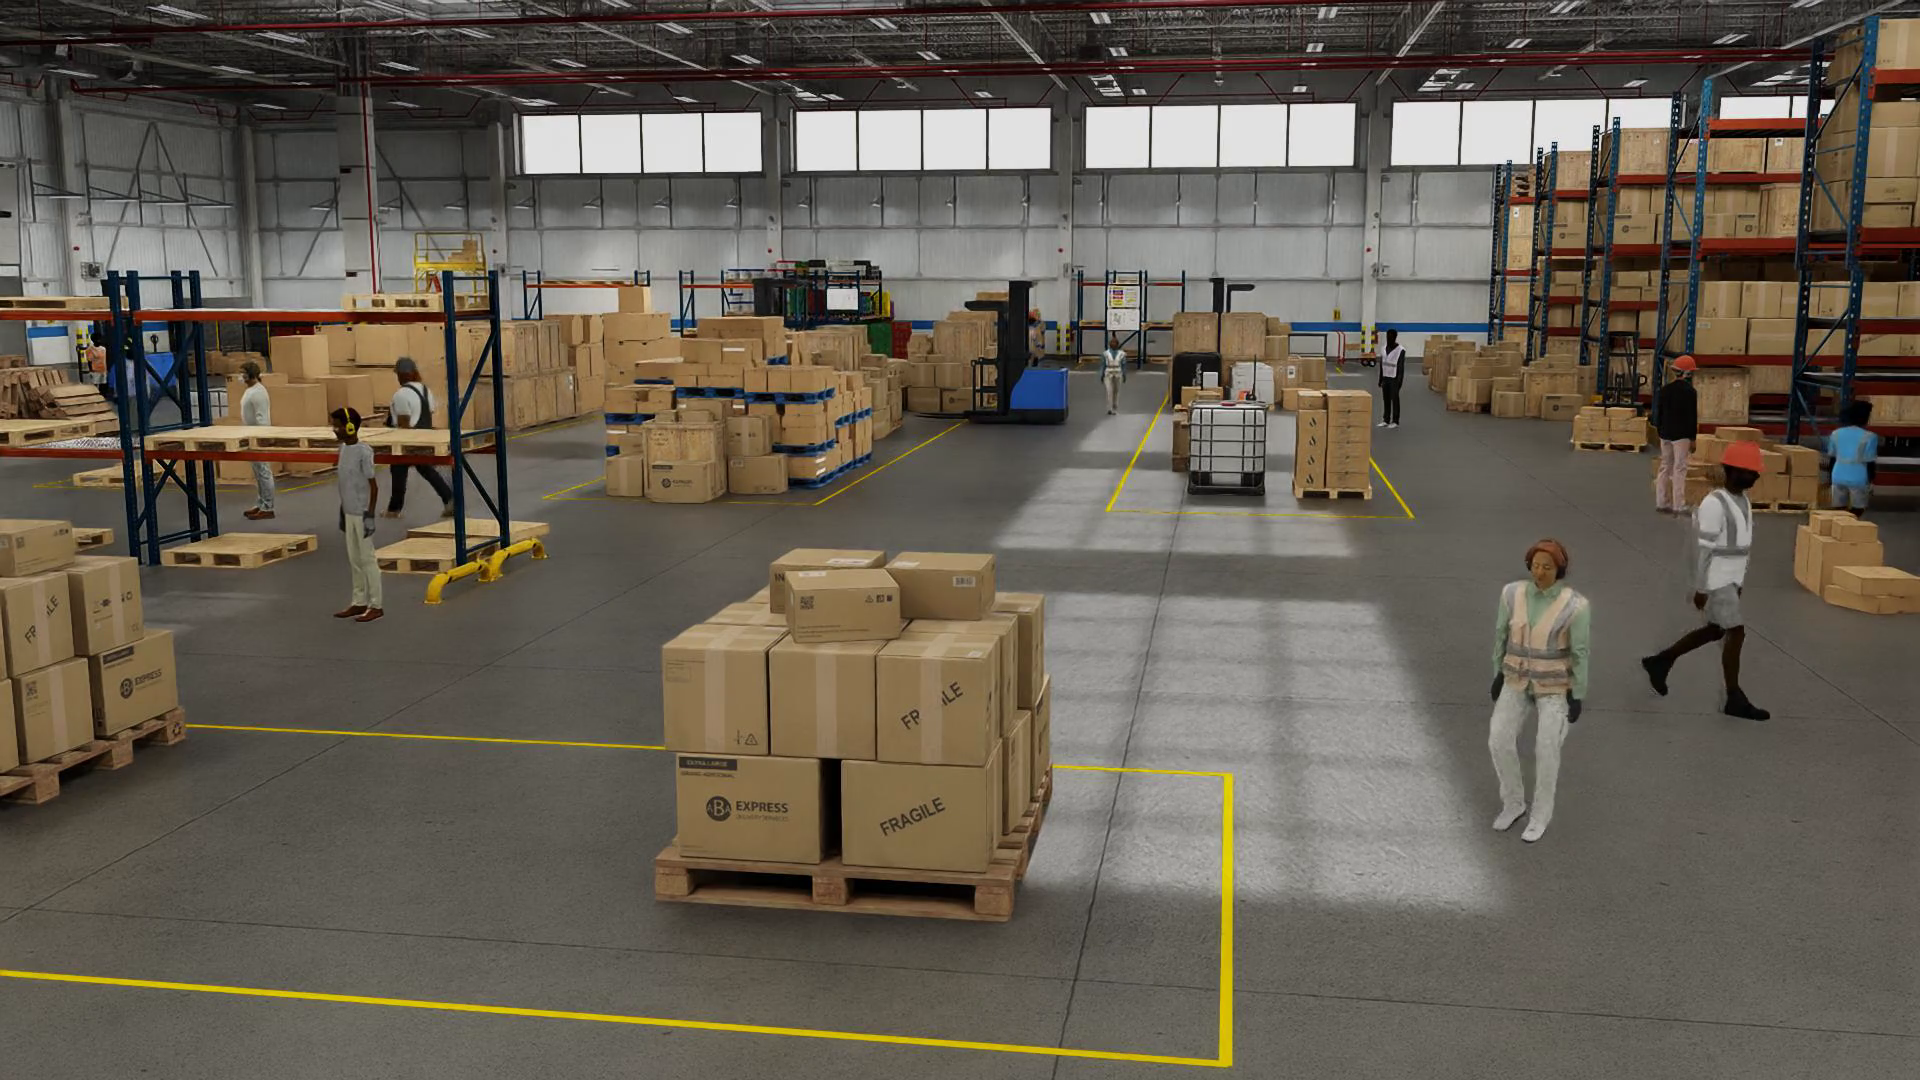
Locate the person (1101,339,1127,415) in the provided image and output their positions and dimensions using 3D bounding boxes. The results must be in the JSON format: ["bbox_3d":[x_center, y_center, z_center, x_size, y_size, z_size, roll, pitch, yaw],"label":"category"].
[{"bbox_3d":[3.232,-3.410,34.863,0.541,1.591,0.831,0,9,0],"label":"person"}]

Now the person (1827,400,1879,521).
[{"bbox_3d":[9.300,-0.623,17.422,0.489,1.677,0.548,-5,10,-27],"label":"person"}]

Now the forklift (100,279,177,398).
[{"bbox_3d":[-19.606,-4.720,39.027,1.873,2.768,1.129,1,9,9],"label":"forklift"}]

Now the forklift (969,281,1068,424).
[{"bbox_3d":[1.194,-3.753,33.059,1.873,2.768,1.129,1,9,9],"label":"forklift"}]

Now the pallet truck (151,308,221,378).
[{"bbox_3d":[-21.869,-5.598,47.154,0.823,1.965,1.885,4,10,26],"label":"pallet truck"}]

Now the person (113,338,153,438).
[{"bbox_3d":[-14.147,-2.528,28.529,0.595,1.902,0.783,2,10,15],"label":"person"}]

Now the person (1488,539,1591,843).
[{"bbox_3d":[3.058,0.798,8.811,0.547,1.625,0.388,9,13,43],"label":"person"}]

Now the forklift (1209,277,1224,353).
[{"bbox_3d":[7.486,-6.243,48.417,1.873,2.768,1.129,1,9,9],"label":"forklift"}]

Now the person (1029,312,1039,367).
[{"bbox_3d":[1.865,-5.333,45.840,0.931,1.904,0.545,4,10,25],"label":"person"}]

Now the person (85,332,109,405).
[{"bbox_3d":[-18.697,-3.653,36.081,0.319,1.695,0.538,3,10,15],"label":"person"}]

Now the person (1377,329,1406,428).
[{"bbox_3d":[8.339,-3.113,32.110,0.397,1.911,0.587,-5,11,-30],"label":"person"}]

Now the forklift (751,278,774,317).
[{"bbox_3d":[-5.017,-5.288,42.530,1.873,2.768,1.129,1,9,9],"label":"forklift"}]

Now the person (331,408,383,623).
[{"bbox_3d":[-5.220,-0.216,14.378,0.514,1.864,0.332,8,12,40],"label":"person"}]

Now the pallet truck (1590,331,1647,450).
[{"bbox_3d":[11.253,-2.573,28.499,0.823,1.965,1.885,5,10,27],"label":"pallet truck"}]

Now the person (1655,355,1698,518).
[{"bbox_3d":[8.839,-1.271,20.470,0.383,1.996,0.609,-3,10,-17],"label":"person"}]

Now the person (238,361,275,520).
[{"bbox_3d":[-8.595,-1.216,20.313,0.373,1.940,0.628,-5,11,-30],"label":"person"}]

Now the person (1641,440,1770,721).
[{"bbox_3d":[5.174,0.244,11.457,0.544,1.904,0.884,-9,13,-43],"label":"person"}]

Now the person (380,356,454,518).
[{"bbox_3d":[-6.628,-1.269,20.320,0.951,2.000,0.688,2,10,15],"label":"person"}]
